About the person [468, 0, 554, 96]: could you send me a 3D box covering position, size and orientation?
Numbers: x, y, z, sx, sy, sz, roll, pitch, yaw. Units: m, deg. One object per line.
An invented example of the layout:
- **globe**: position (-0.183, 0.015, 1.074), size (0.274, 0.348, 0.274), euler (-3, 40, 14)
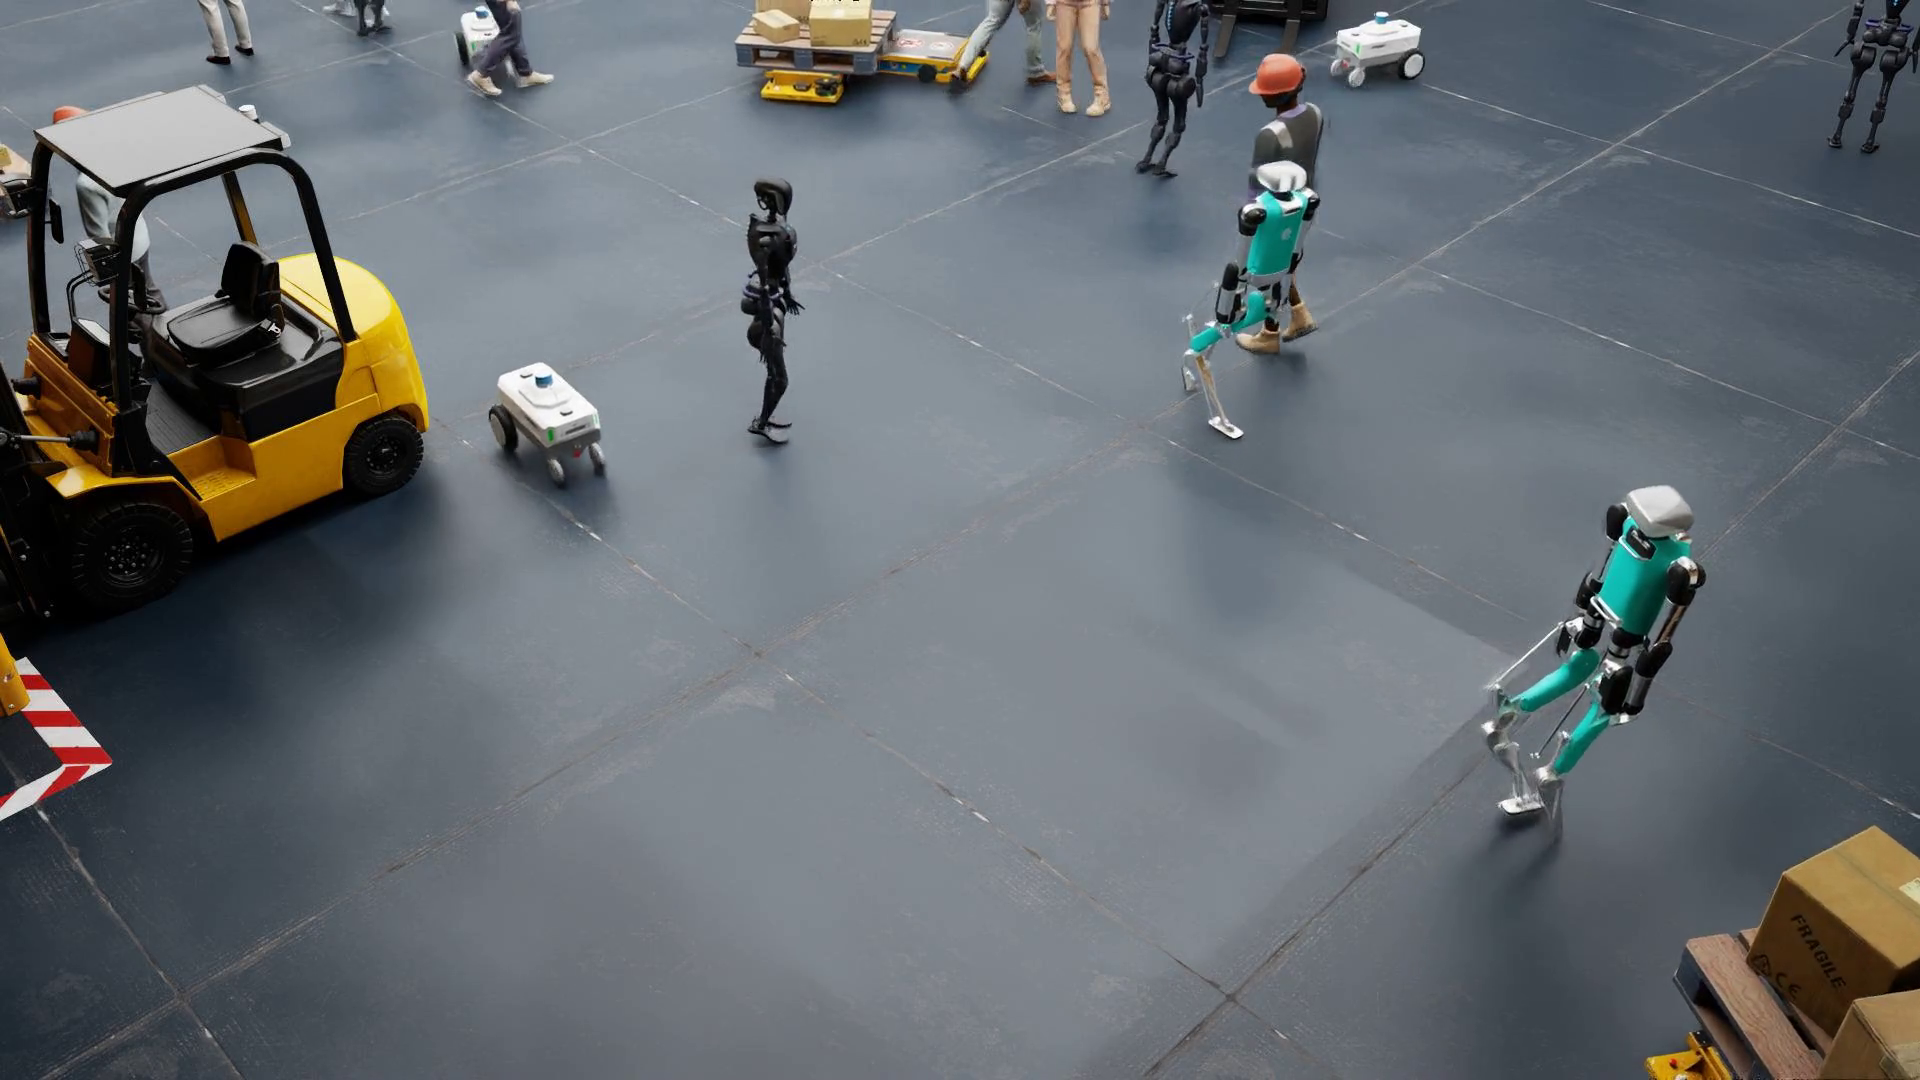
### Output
- **person**: position (-3.877, -4.622, 13.866), size (0.700, 1.845, 0.819), euler (-17, 40, -21)

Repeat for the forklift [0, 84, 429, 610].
- **forklift**: position (-4.145, -1.093, 8.856), size (2.313, 2.155, 1.214), euler (-31, 47, -34)

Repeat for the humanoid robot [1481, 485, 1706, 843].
- **humanoid robot**: position (2.539, 0.609, 7.013), size (0.741, 1.855, 0.539), euler (-10, 38, -13)

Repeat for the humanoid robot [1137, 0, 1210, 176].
- **humanoid robot**: position (1.600, -3.555, 12.586), size (0.394, 1.640, 0.593), euler (-27, 44, -31)

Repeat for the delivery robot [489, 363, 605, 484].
- **delivery robot**: position (-2.409, -0.728, 9.744), size (0.499, 0.609, 0.813), euler (-25, 43, -29)

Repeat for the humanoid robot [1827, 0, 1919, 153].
- **humanoid robot**: position (7.208, -3.884, 13.007), size (0.599, 1.657, 0.315), euler (19, 41, 24)

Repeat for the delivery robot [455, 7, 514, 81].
- **delivery robot**: position (-4.168, -4.384, 14.643), size (0.499, 0.614, 0.796), euler (-12, 39, -16)

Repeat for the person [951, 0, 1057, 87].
- **person**: position (0.406, -4.648, 13.883), size (0.952, 1.890, 0.680), euler (-16, 40, -20)

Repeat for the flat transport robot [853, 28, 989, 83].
- **flat transport robot**: position (-0.514, -4.314, 14.772), size (1.431, 0.231, 0.659), euler (9, 38, 12)

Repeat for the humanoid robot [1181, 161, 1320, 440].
- **humanoid robot**: position (1.558, -1.456, 9.759), size (0.548, 1.825, 0.914), euler (-22, 42, -26)

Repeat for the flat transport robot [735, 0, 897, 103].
- **flat transport robot**: position (-1.238, -4.202, 14.621), size (0.659, 0.231, 1.431), euler (6, 37, 8)

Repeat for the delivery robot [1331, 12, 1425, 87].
- **delivery robot**: position (3.655, -4.295, 14.514), size (0.801, 0.604, 0.499), euler (-16, 40, -20)

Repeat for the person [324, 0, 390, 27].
- **person**: position (-5.717, -5.669, 15.246), size (0.850, 1.873, 0.586), euler (10, 38, 13)

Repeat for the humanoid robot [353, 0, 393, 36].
- **humanoid robot**: position (-5.467, -5.412, 15.071), size (0.590, 1.651, 0.328), euler (10, 38, 13)

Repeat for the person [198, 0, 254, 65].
- **person**: position (-6.585, -5.059, 14.504), size (0.384, 1.784, 0.539), euler (22, 42, 27)

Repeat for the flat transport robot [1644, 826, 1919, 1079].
- **flat transport robot**: position (3.391, 2.091, 6.198), size (1.431, 0.231, 0.659), euler (-6, 37, -8)

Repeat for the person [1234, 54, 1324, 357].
- **person**: position (1.953, -2.014, 10.244), size (0.484, 2.011, 0.612), euler (25, 43, 29)

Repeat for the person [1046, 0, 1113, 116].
- **person**: position (1.017, -4.374, 13.625), size (0.647, 1.743, 0.515), euler (7, 37, 10)

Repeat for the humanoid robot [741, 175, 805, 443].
- **humanoid robot**: position (-1.100, -1.337, 9.622), size (0.365, 1.643, 0.591), euler (4, 37, 5)

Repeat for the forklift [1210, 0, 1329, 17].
- **forklift**: position (3.106, -6.400, 15.960), size (1.214, 2.155, 2.313), euler (8, 37, 10)

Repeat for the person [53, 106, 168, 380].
- **person**: position (-5.174, -1.818, 10.202), size (0.352, 1.737, 0.575), euler (-2, 37, -3)
